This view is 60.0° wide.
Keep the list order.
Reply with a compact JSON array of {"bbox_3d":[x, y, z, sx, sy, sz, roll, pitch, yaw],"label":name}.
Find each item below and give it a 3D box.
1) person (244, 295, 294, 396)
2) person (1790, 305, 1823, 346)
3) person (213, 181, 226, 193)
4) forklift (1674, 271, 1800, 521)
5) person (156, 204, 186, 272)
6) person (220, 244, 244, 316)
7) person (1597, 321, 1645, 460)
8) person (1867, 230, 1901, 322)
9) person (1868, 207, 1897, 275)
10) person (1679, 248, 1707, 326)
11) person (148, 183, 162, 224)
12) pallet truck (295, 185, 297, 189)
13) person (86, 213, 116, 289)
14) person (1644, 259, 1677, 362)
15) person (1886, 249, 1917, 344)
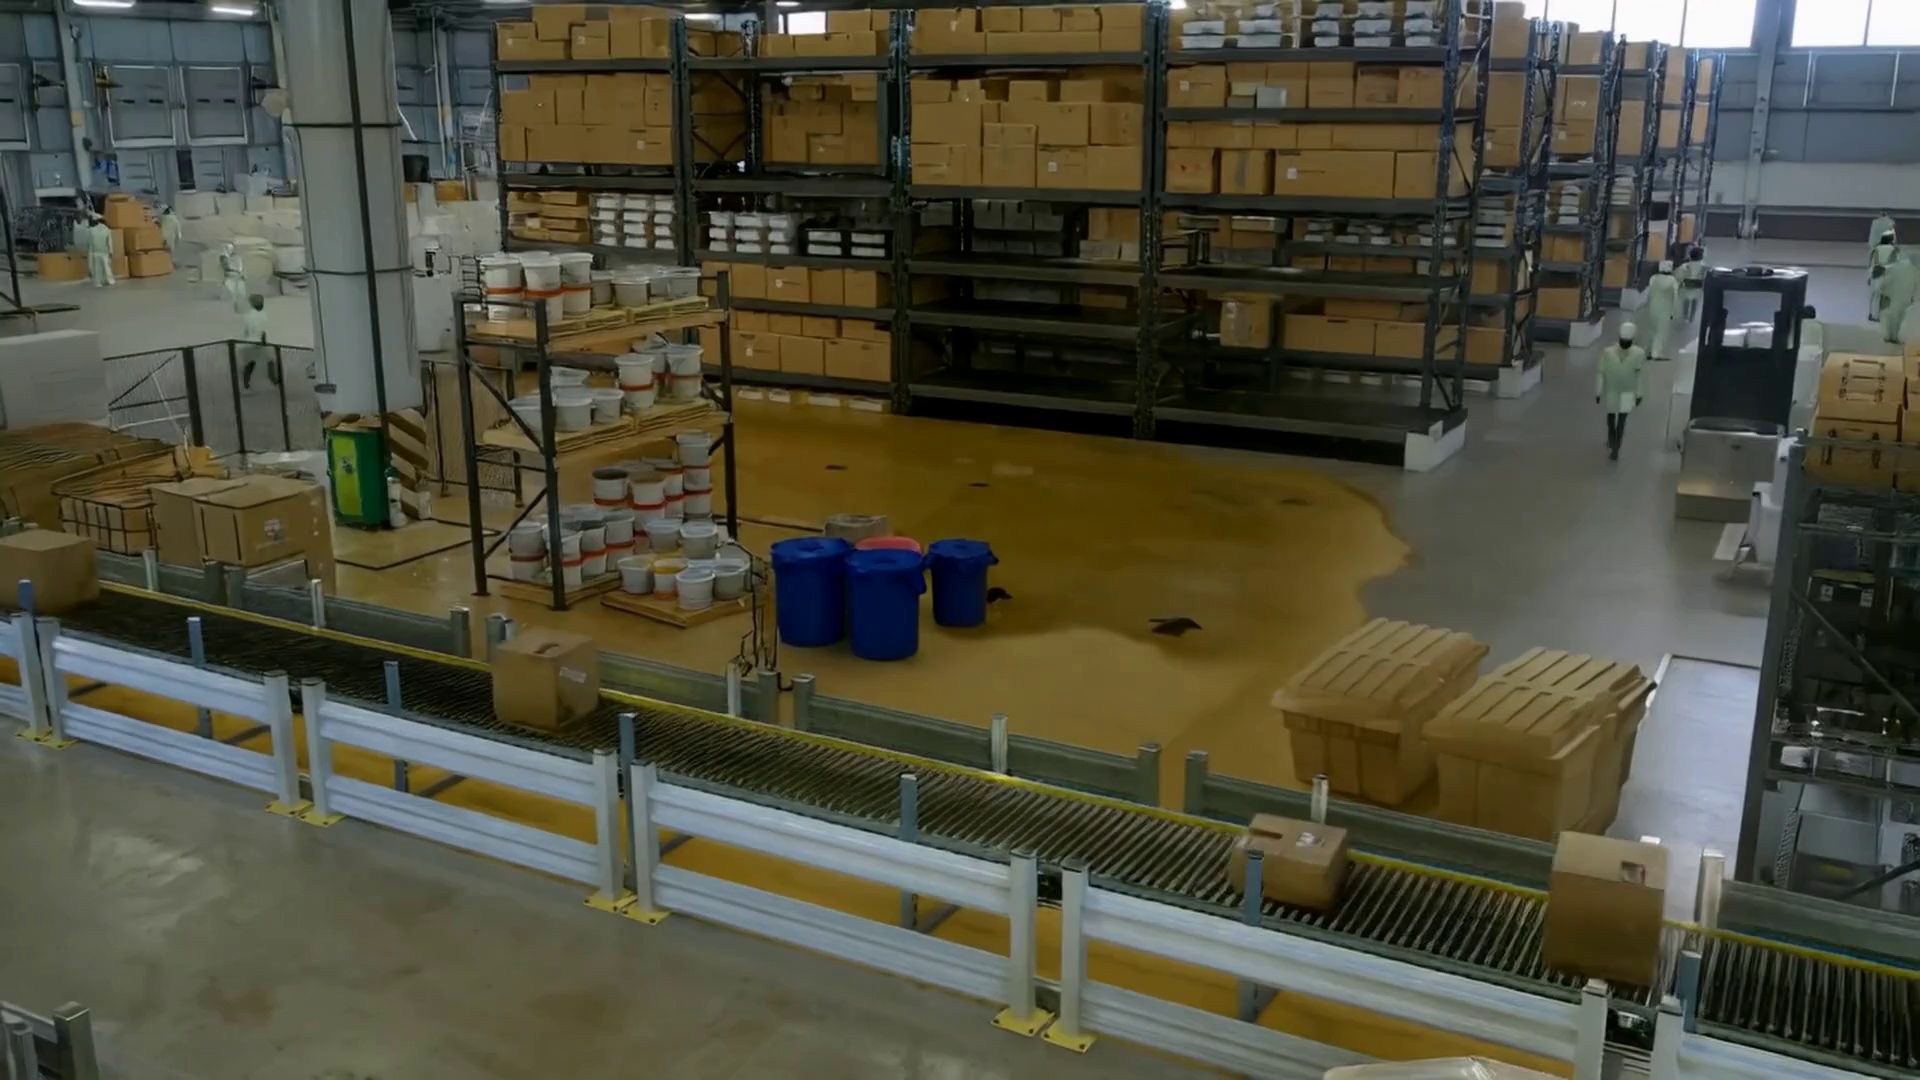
[{"bbox_3d":[-11.580,-3.239,27.623,0.548,1.652,0.872,9,17,31],"label":"person"},{"bbox_3d":[13.599,-2.994,26.825,0.538,1.584,0.862,11,18,35],"label":"person"},{"bbox_3d":[-26.691,-12.011,60.084,0.622,1.932,0.368,8,17,28],"label":"person"},{"bbox_3d":[9.269,-1.763,19.726,1.129,2.768,1.873,8,17,27],"label":"forklift"},{"bbox_3d":[-22.409,-8.583,47.269,1.017,1.884,0.637,7,17,26],"label":"person"},{"bbox_3d":[-16.526,-5.921,37.771,0.608,1.623,0.520,14,20,42],"label":"person"},{"bbox_3d":[9.071,-2.087,22.850,0.554,1.905,0.897,8,17,27],"label":"person"},{"bbox_3d":[20.449,-5.863,36.850,0.627,1.980,1.062,9,17,30],"label":"person"},{"bbox_3d":[25.465,-8.239,45.958,0.666,1.893,0.543,9,17,30],"label":"person"},{"bbox_3d":[15.882,-5.488,36.054,0.537,1.667,0.798,7,17,25],"label":"person"},{"bbox_3d":[-30.244,-12.551,62.551,0.315,1.696,0.541,3,15,9],"label":"person"},{"bbox_3d":[-26.804,-14.617,69.738,1.885,1.965,0.823,-14,20,-42],"label":"pallet truck"},{"bbox_3d":[-22.201,-7.459,42.965,0.589,1.927,0.388,-8,17,-27],"label":"person"},{"bbox_3d":[13.147,-4.294,31.128,0.400,1.901,0.642,-6,16,-20],"label":"person"},{"bbox_3d":[18.912,-4.898,33.437,0.744,1.883,0.409,-11,18,-35],"label":"person"}]
